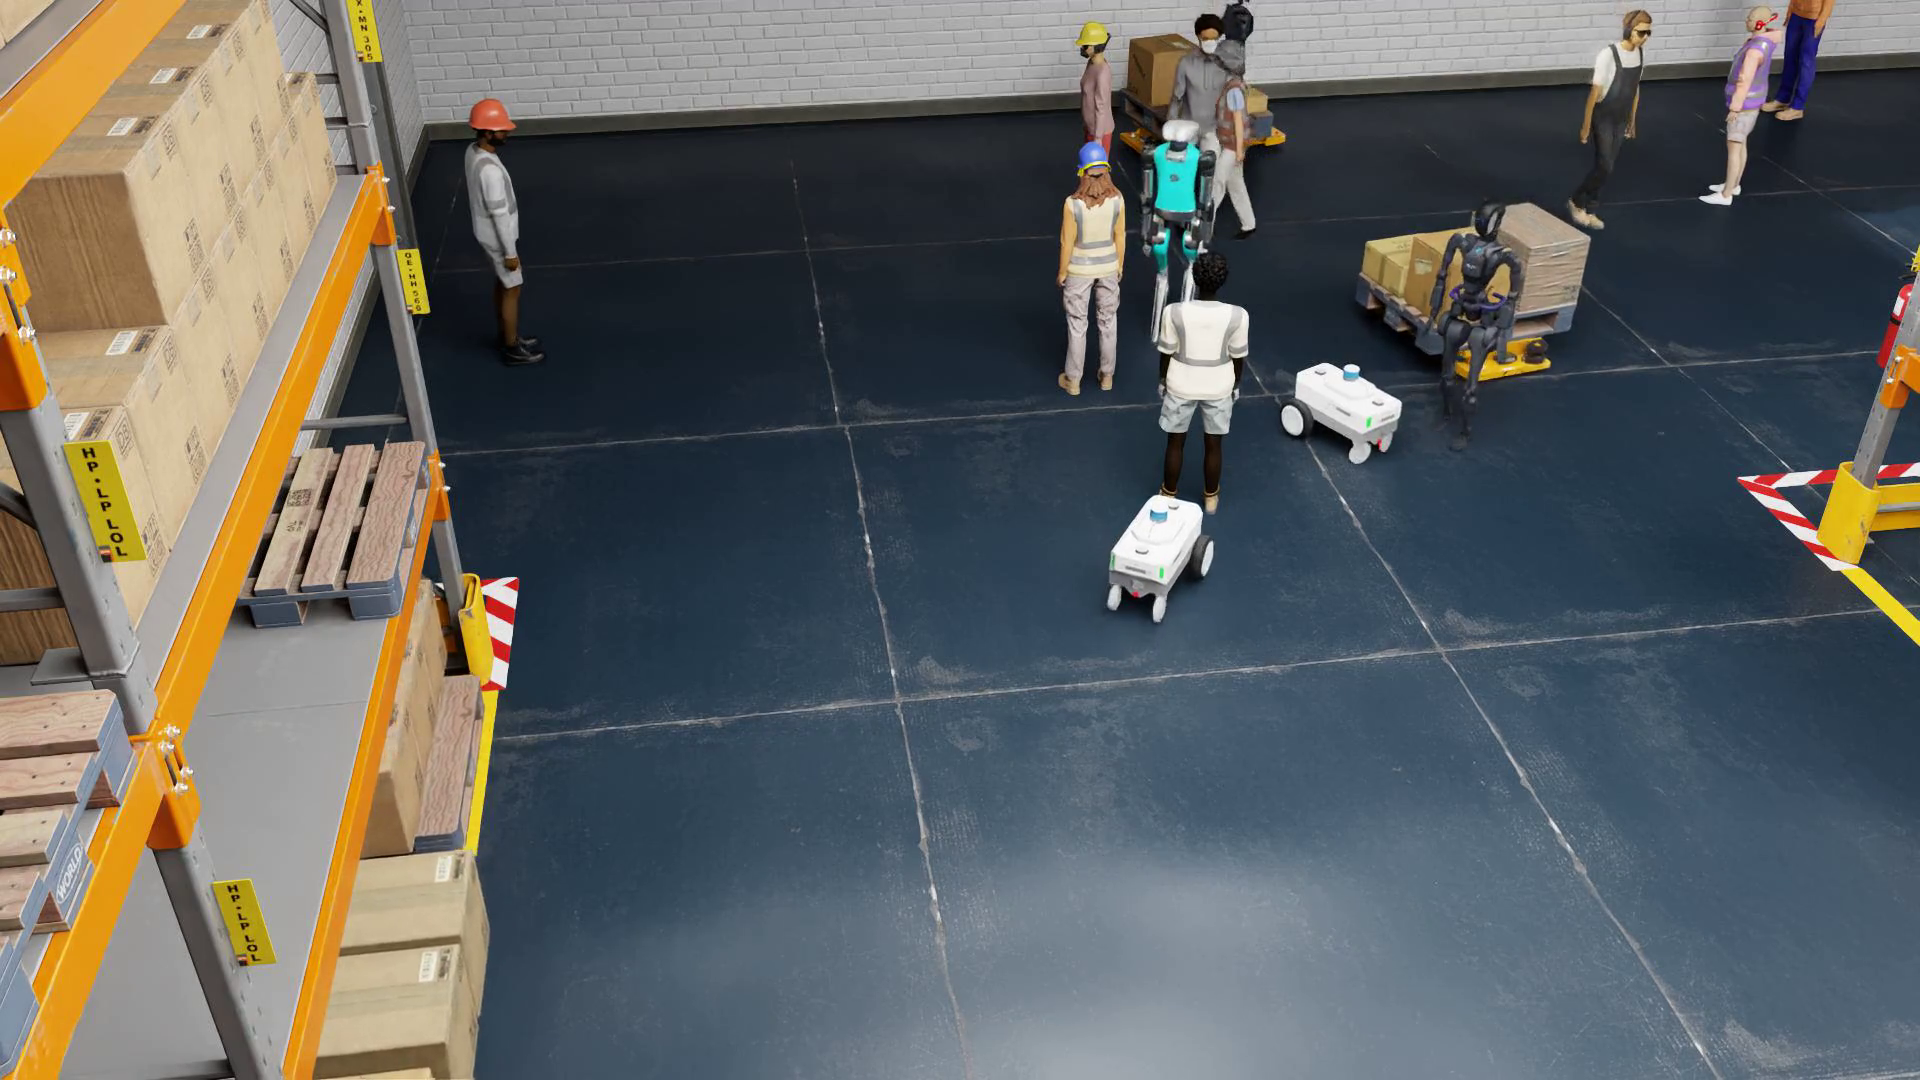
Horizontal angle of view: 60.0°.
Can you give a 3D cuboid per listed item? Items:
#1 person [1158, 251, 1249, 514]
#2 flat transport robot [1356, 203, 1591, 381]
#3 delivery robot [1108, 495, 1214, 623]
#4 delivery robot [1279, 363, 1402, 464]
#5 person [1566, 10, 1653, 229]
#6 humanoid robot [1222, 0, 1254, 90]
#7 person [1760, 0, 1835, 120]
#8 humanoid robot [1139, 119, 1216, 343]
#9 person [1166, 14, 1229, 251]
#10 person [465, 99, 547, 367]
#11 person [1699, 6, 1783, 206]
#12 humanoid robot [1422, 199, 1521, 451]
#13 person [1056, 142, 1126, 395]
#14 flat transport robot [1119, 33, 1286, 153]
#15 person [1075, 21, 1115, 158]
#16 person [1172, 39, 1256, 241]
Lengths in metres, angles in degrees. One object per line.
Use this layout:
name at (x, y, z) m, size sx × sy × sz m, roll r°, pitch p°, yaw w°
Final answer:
person at (1.435, -0.915, 9.952) m, size 0.533 × 1.691 × 0.319 m, roll 3°, pitch 33°, yaw 4°
flat transport robot at (3.658, -1.589, 12.288) m, size 0.659 × 0.231 × 1.431 m, roll -11°, pitch 35°, yaw -17°
delivery robot at (1.132, 0.054, 9.517) m, size 0.499 × 0.605 × 0.781 m, roll 15°, pitch 36°, yaw 21°
delivery robot at (2.523, -0.873, 10.946) m, size 0.525 × 0.614 × 0.785 m, roll -20°, pitch 38°, yaw -28°
person at (5.364, -3.424, 13.670) m, size 0.553 × 1.829 × 0.420 m, roll -17°, pitch 37°, yaw -24°
humanoid robot at (2.446, -4.283, 15.135) m, size 0.346 × 1.646 × 0.609 m, roll -2°, pitch 33°, yaw -4°
person at (8.199, -5.087, 16.098) m, size 0.403 × 1.973 × 0.511 m, roll -10°, pitch 34°, yaw -15°
humanoid robot at (1.572, -2.202, 11.906) m, size 0.532 × 1.797 × 0.818 m, roll 10°, pitch 34°, yaw 15°
person at (1.951, -3.280, 13.427) m, size 0.578 × 1.858 × 0.927 m, roll 3°, pitch 33°, yaw 5°
person at (-3.186, -2.130, 11.607) m, size 0.382 × 1.924 × 0.546 m, roll -16°, pitch 36°, yaw -22°
person at (6.708, -3.722, 14.264) m, size 0.355 × 1.687 × 0.477 m, roll 20°, pitch 38°, yaw 27°
humanoid robot at (3.305, -1.414, 10.732) m, size 0.600 × 1.645 × 0.439 m, roll 26°, pitch 41°, yaw 34°
person at (0.888, -1.826, 11.275) m, size 0.459 × 1.773 × 0.315 m, roll -8°, pitch 34°, yaw -11°
flat transport robot at (2.301, -3.860, 15.768) m, size 1.431 × 0.231 × 0.659 m, roll -12°, pitch 35°, yaw -18°
person at (1.088, -3.373, 13.662) m, size 0.347 × 1.759 × 0.520 m, roll -4°, pitch 33°, yaw -6°
person at (2.152, -3.217, 13.507) m, size 0.735 × 1.638 × 0.515 m, roll -2°, pitch 33°, yaw -3°
